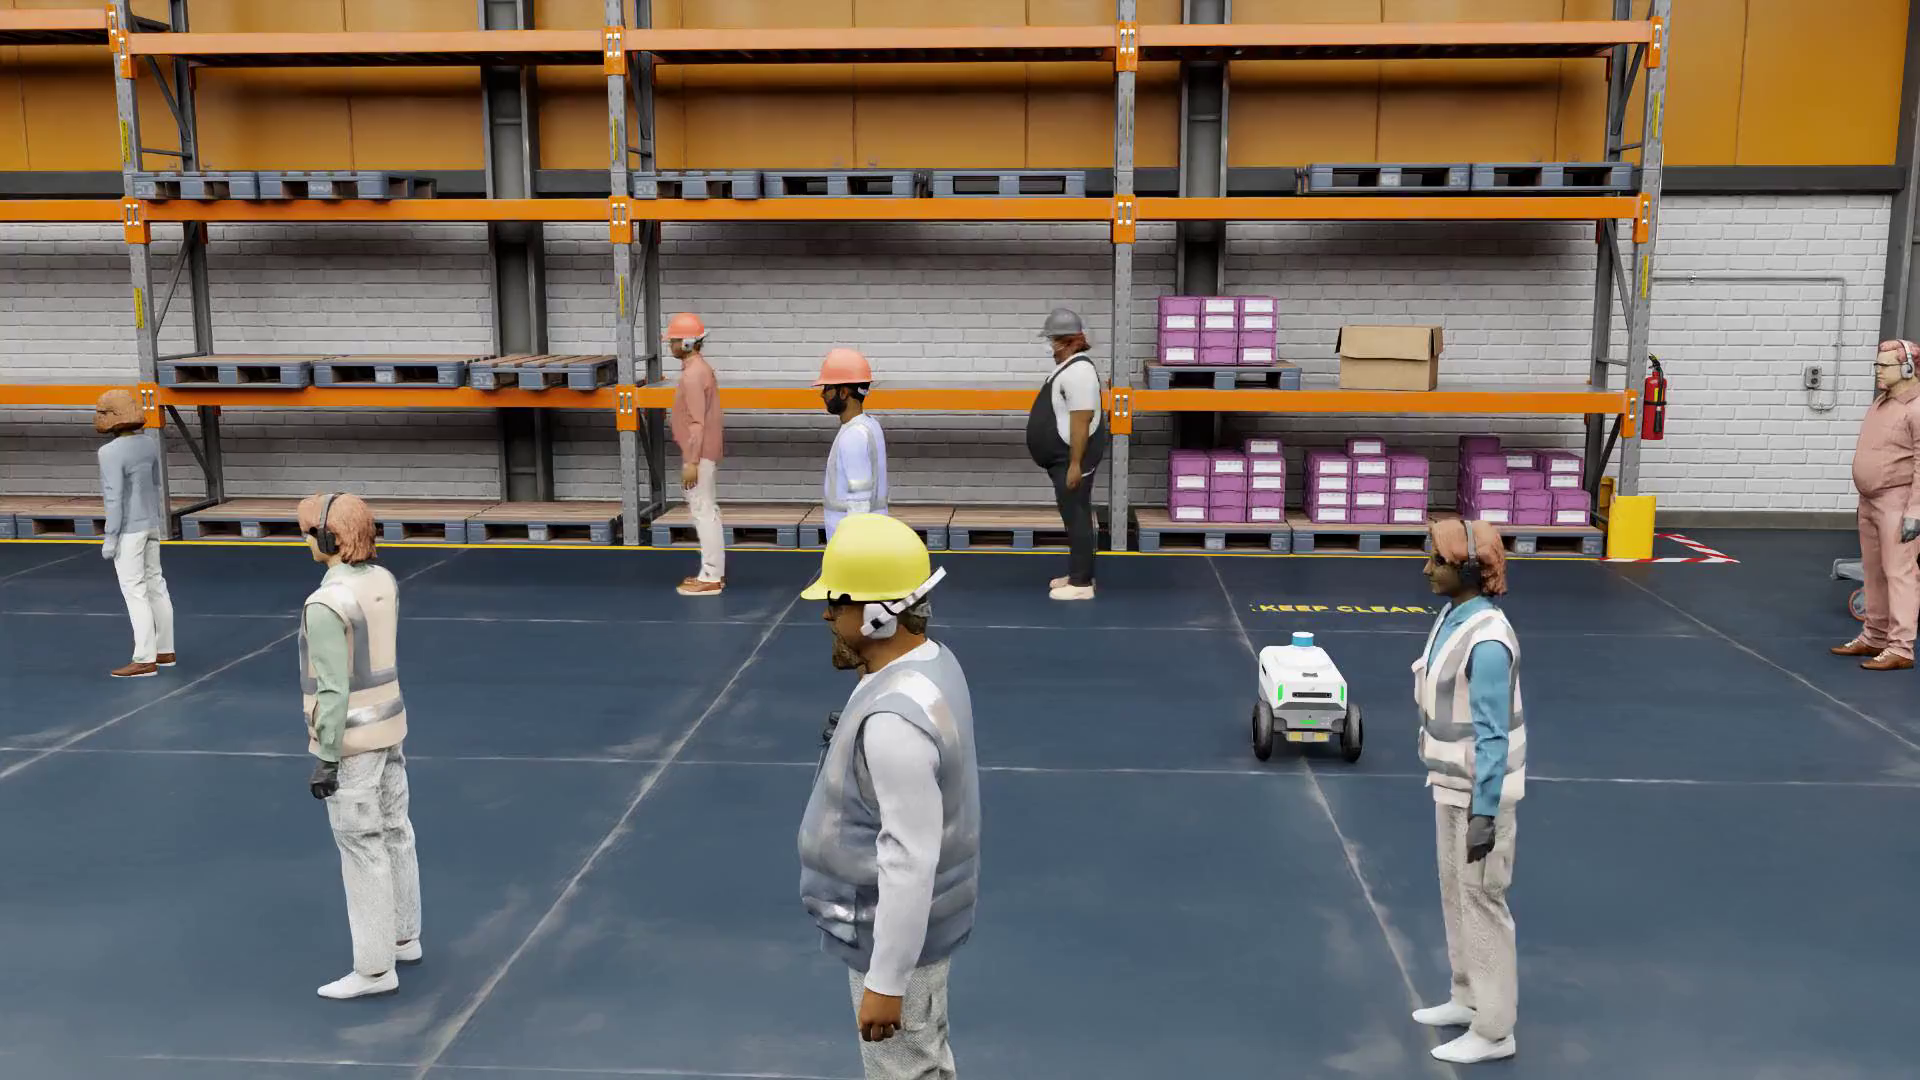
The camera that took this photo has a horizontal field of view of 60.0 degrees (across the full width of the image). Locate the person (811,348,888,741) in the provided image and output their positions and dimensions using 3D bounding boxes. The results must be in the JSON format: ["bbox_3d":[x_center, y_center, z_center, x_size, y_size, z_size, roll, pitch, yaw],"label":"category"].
[{"bbox_3d":[-0.540,0.031,8.162,0.373,1.934,0.551,1,10,3],"label":"person"}]

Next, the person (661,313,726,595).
[{"bbox_3d":[-1.874,-0.601,11.725,0.411,1.988,0.645,0,10,-3],"label":"person"}]

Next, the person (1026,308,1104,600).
[{"bbox_3d":[0.732,-0.608,11.600,0.548,2.000,0.722,0,10,-2],"label":"person"}]

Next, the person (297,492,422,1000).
[{"bbox_3d":[-1.942,0.657,5.367,0.310,1.638,0.522,1,10,3],"label":"person"}]

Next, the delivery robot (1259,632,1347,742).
[{"bbox_3d":[1.656,0.690,8.068,0.477,0.478,0.707,1,10,4],"label":"delivery robot"}]

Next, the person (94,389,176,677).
[{"bbox_3d":[-4.706,-0.039,9.456,0.265,1.631,0.507,1,10,3],"label":"person"}]

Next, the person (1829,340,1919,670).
[{"bbox_3d":[5.364,-0.202,9.622,0.403,1.904,0.651,1,10,3],"label":"person"}]

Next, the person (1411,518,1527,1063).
[{"bbox_3d":[1.502,0.746,4.918,0.345,1.626,0.528,0,10,2],"label":"person"}]

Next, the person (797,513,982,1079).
[{"bbox_3d":[-0.155,0.845,3.713,0.404,1.827,0.600,1,10,3],"label":"person"}]
